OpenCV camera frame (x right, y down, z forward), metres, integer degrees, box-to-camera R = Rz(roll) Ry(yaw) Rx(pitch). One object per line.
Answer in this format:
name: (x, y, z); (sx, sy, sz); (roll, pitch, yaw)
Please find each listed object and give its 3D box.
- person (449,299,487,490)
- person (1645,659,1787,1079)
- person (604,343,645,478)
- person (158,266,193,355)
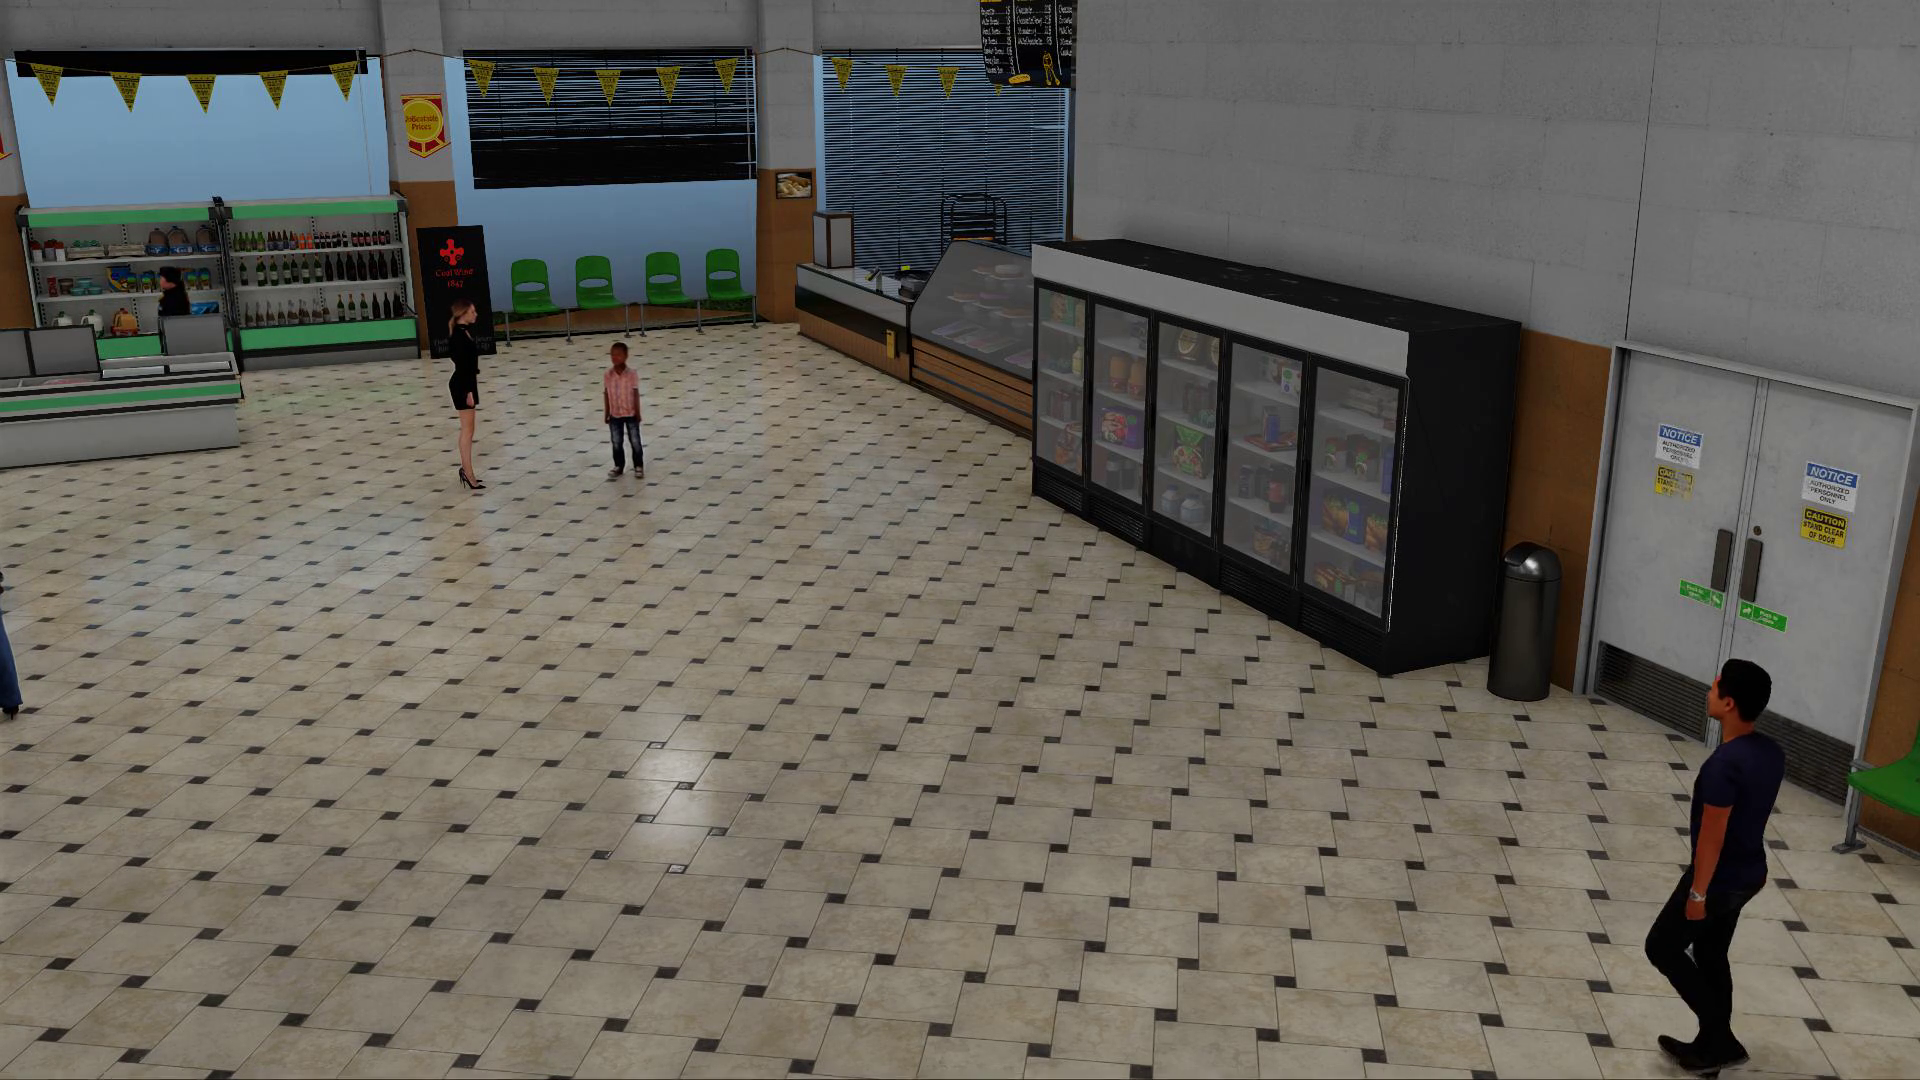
person: (-4.592, -1.368, 15.483); (0.542, 1.767, 0.594); (-6, 18, -19)
person: (3.050, 1.352, 6.504); (0.695, 1.780, 0.804); (-15, 22, -40)
person: (-3.203, -1.239, 15.854); (0.537, 1.304, 0.635); (2, 17, 5)
person: (-8.487, -2.156, 18.308); (1.156, 1.632, 0.877); (-3, 17, -11)
